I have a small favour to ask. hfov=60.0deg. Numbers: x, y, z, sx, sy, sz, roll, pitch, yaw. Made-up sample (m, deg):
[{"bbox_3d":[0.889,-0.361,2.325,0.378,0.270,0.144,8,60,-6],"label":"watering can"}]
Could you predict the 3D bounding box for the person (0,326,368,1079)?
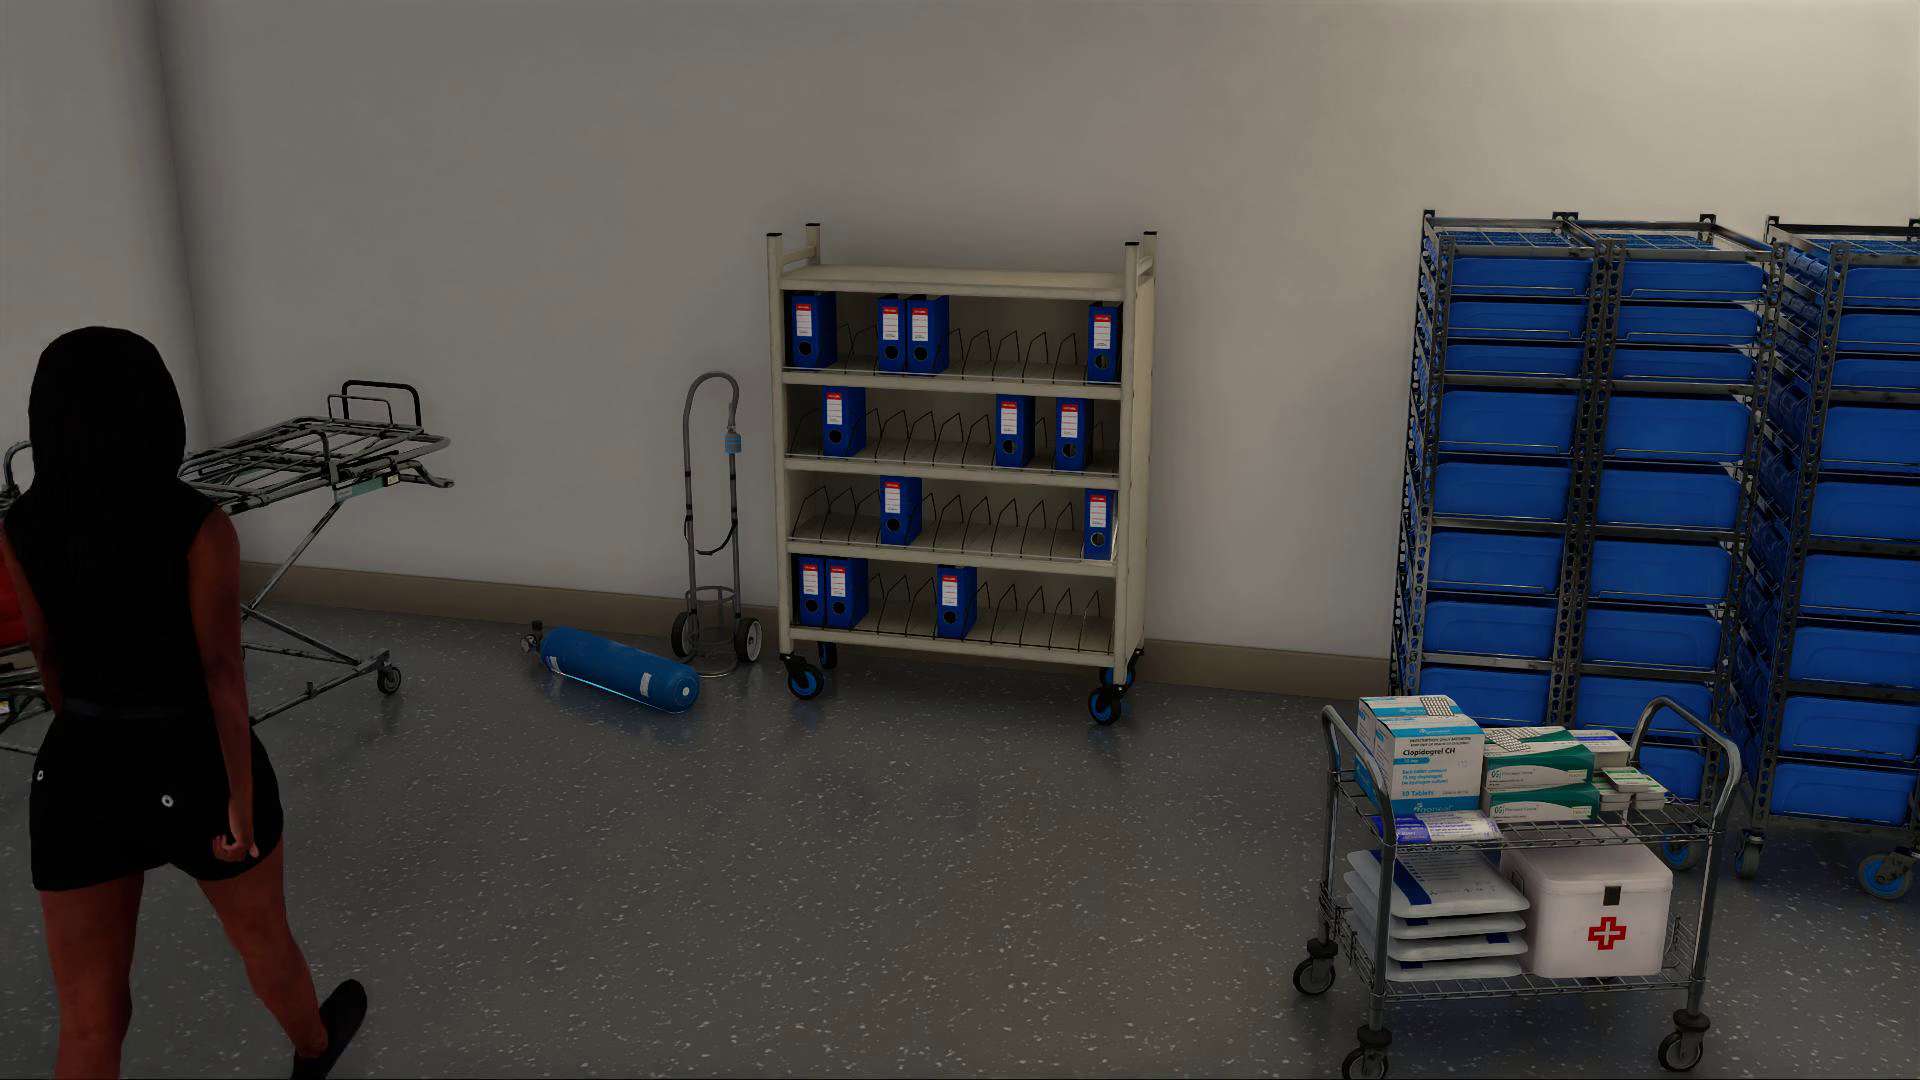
[{"bbox_3d":[-1.472,0.530,2.936,0.786,1.684,1.235,1,16,2],"label":"person"}]
